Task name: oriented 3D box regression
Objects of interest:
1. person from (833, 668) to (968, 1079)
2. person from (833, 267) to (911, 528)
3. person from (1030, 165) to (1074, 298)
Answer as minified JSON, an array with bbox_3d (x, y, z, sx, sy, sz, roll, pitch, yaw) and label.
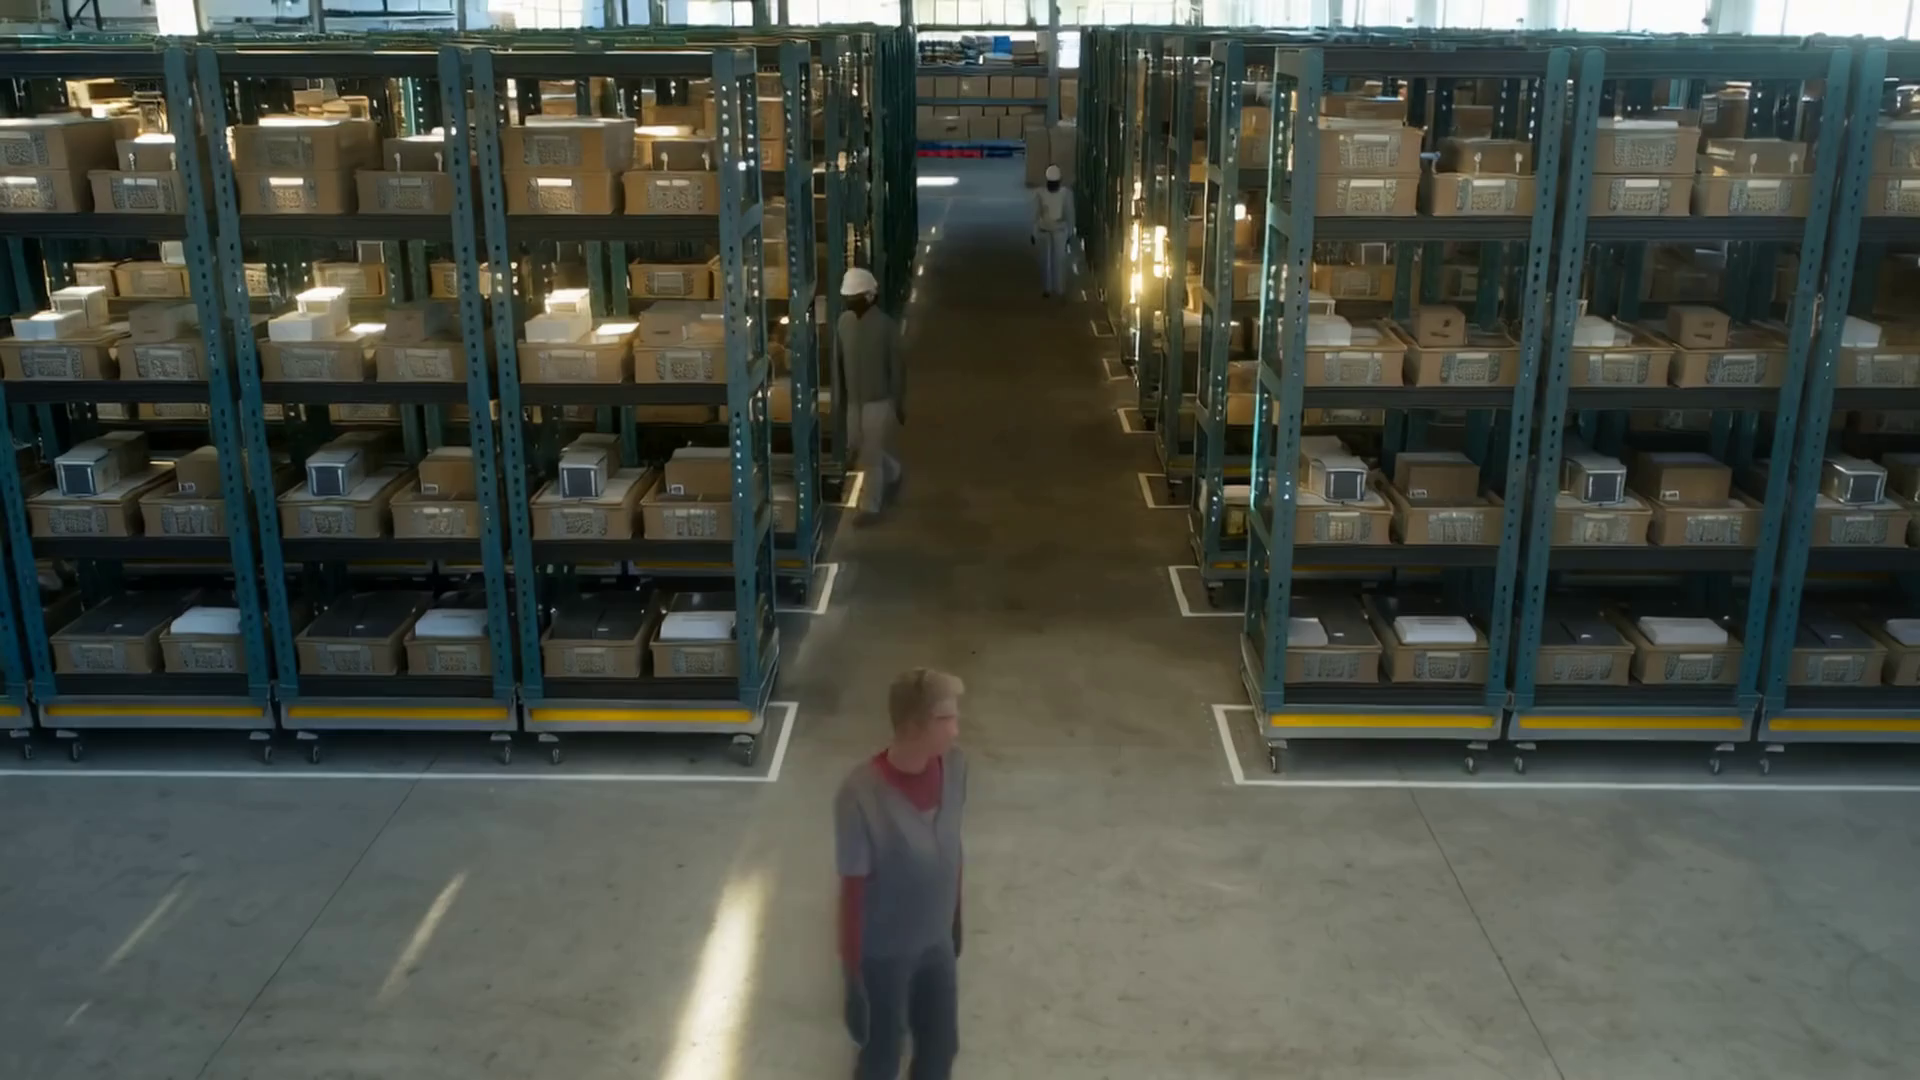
[{"bbox_3d":[-0.199,1.289,5.276,0.570,1.819,0.686,15,23,39],"label":"person"},{"bbox_3d":[-0.632,-1.124,12.724,0.651,1.965,0.766,15,23,40],"label":"person"},{"bbox_3d":[1.257,-4.222,22.853,0.597,1.815,0.566,1,17,4],"label":"person"}]
